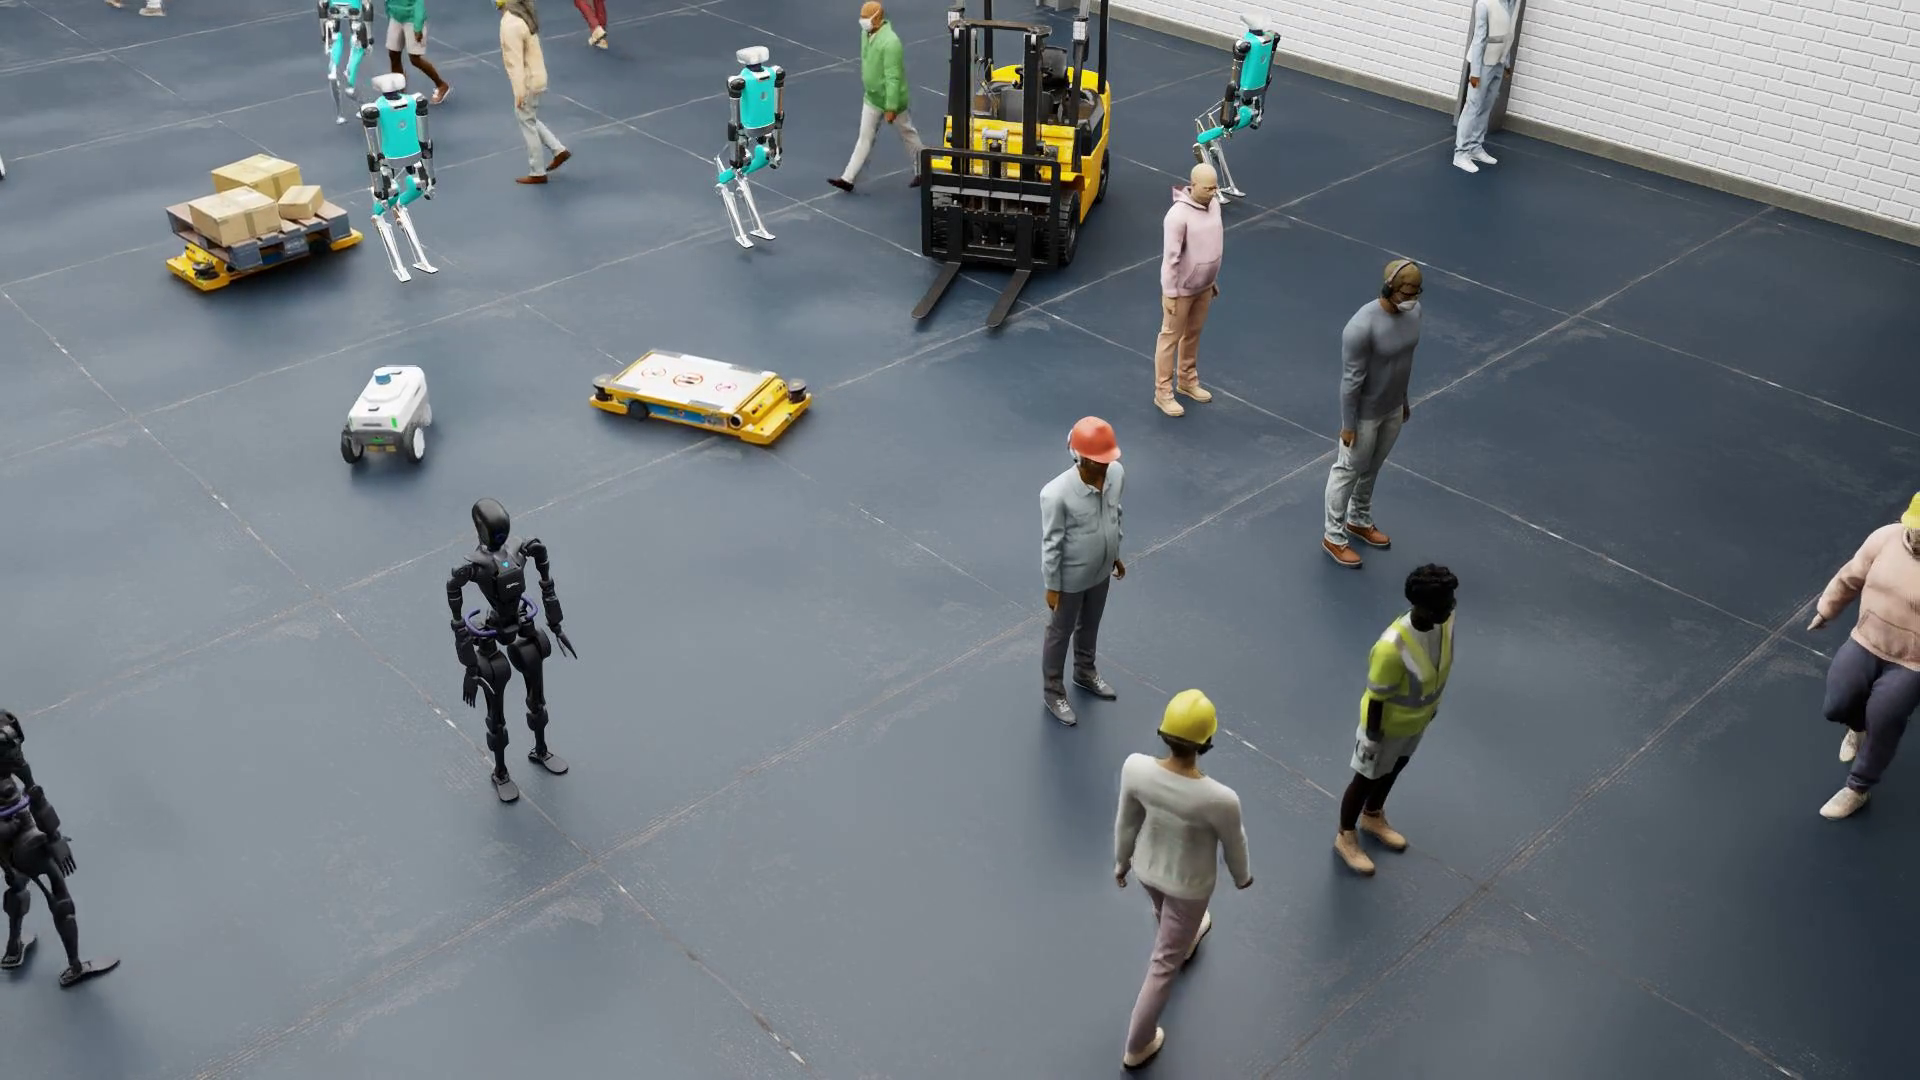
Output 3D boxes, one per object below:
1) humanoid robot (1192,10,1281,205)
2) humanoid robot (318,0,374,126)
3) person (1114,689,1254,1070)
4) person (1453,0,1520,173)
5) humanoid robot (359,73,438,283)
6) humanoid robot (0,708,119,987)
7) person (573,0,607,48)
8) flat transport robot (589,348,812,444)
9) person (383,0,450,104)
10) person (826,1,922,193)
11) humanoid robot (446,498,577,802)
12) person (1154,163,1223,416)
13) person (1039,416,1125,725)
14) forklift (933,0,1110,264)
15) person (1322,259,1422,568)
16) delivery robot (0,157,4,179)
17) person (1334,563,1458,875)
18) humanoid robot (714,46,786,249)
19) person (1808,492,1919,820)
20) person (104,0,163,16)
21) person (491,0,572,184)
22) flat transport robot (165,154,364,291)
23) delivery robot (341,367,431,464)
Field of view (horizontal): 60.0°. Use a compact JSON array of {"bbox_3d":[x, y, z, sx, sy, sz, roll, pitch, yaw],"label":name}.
[{"bbox_3d":[2.347,-3.818,14.577,0.533,1.672,0.735,-27,41,-35],"label":"humanoid robot"},{"bbox_3d":[-6.114,-4.870,16.347,0.558,1.758,0.965,5,33,8],"label":"humanoid robot"},{"bbox_3d":[0.914,1.321,6.812,0.523,1.718,0.906,24,40,32],"label":"person"},{"bbox_3d":[4.912,-4.412,15.448,0.587,1.914,0.390,-26,41,-34],"label":"person"},{"bbox_3d":[-4.493,-2.911,13.179,0.533,1.677,0.735,-27,41,-35],"label":"humanoid robot"},{"bbox_3d":[-4.045,1.196,7.039,0.584,1.639,0.376,16,36,23],"label":"humanoid robot"},{"bbox_3d":[-4.148,-6.403,18.645,0.497,1.757,0.436,-28,42,-36],"label":"person"},{"bbox_3d":[-1.835,-1.024,11.746,1.431,0.231,0.659,13,35,19],"label":"flat transport robot"},{"bbox_3d":[-5.611,-5.295,16.895,0.557,1.808,0.606,15,36,21],"label":"person"},{"bbox_3d":[-0.706,-3.962,14.930,1.021,1.724,0.562,-24,40,-32],"label":"person"},{"bbox_3d":[-2.179,0.511,8.088,0.599,1.653,0.315,-27,41,-35],"label":"humanoid robot"},{"bbox_3d":[1.571,-1.745,11.468,0.523,1.781,0.405,-26,41,-34],"label":"person"},{"bbox_3d":[0.650,0.141,8.593,0.561,1.752,0.324,-26,41,-34],"label":"person"},{"bbox_3d":[0.570,-3.725,14.138,1.214,2.155,2.313,9,34,13],"label":"forklift"},{"bbox_3d":[2.451,-0.765,9.825,0.627,1.934,0.370,-26,41,-34],"label":"person"},{"bbox_3d":[-9.267,-3.668,15.561,0.499,0.608,0.801,-12,35,-18],"label":"delivery robot"},{"bbox_3d":[2.015,0.807,7.629,0.540,1.686,0.324,-27,42,-35],"label":"person"},{"bbox_3d":[-1.798,-3.286,13.755,0.533,1.677,0.735,-27,41,-35],"label":"humanoid robot"},{"bbox_3d":[4.485,0.512,7.940,0.526,1.845,0.841,-20,38,-28],"label":"person"},{"bbox_3d":[-10.105,-7.196,19.801,0.981,1.836,0.579,6,34,10],"label":"person"},{"bbox_3d":[-3.937,-4.171,15.127,0.464,1.854,0.599,1,33,1],"label":"person"},{"bbox_3d":[-5.841,-2.474,13.975,0.659,0.231,1.431,27,42,35],"label":"flat transport robot"},{"bbox_3d":[-3.857,-0.875,11.242,0.499,0.580,0.776,0,33,0],"label":"delivery robot"}]
